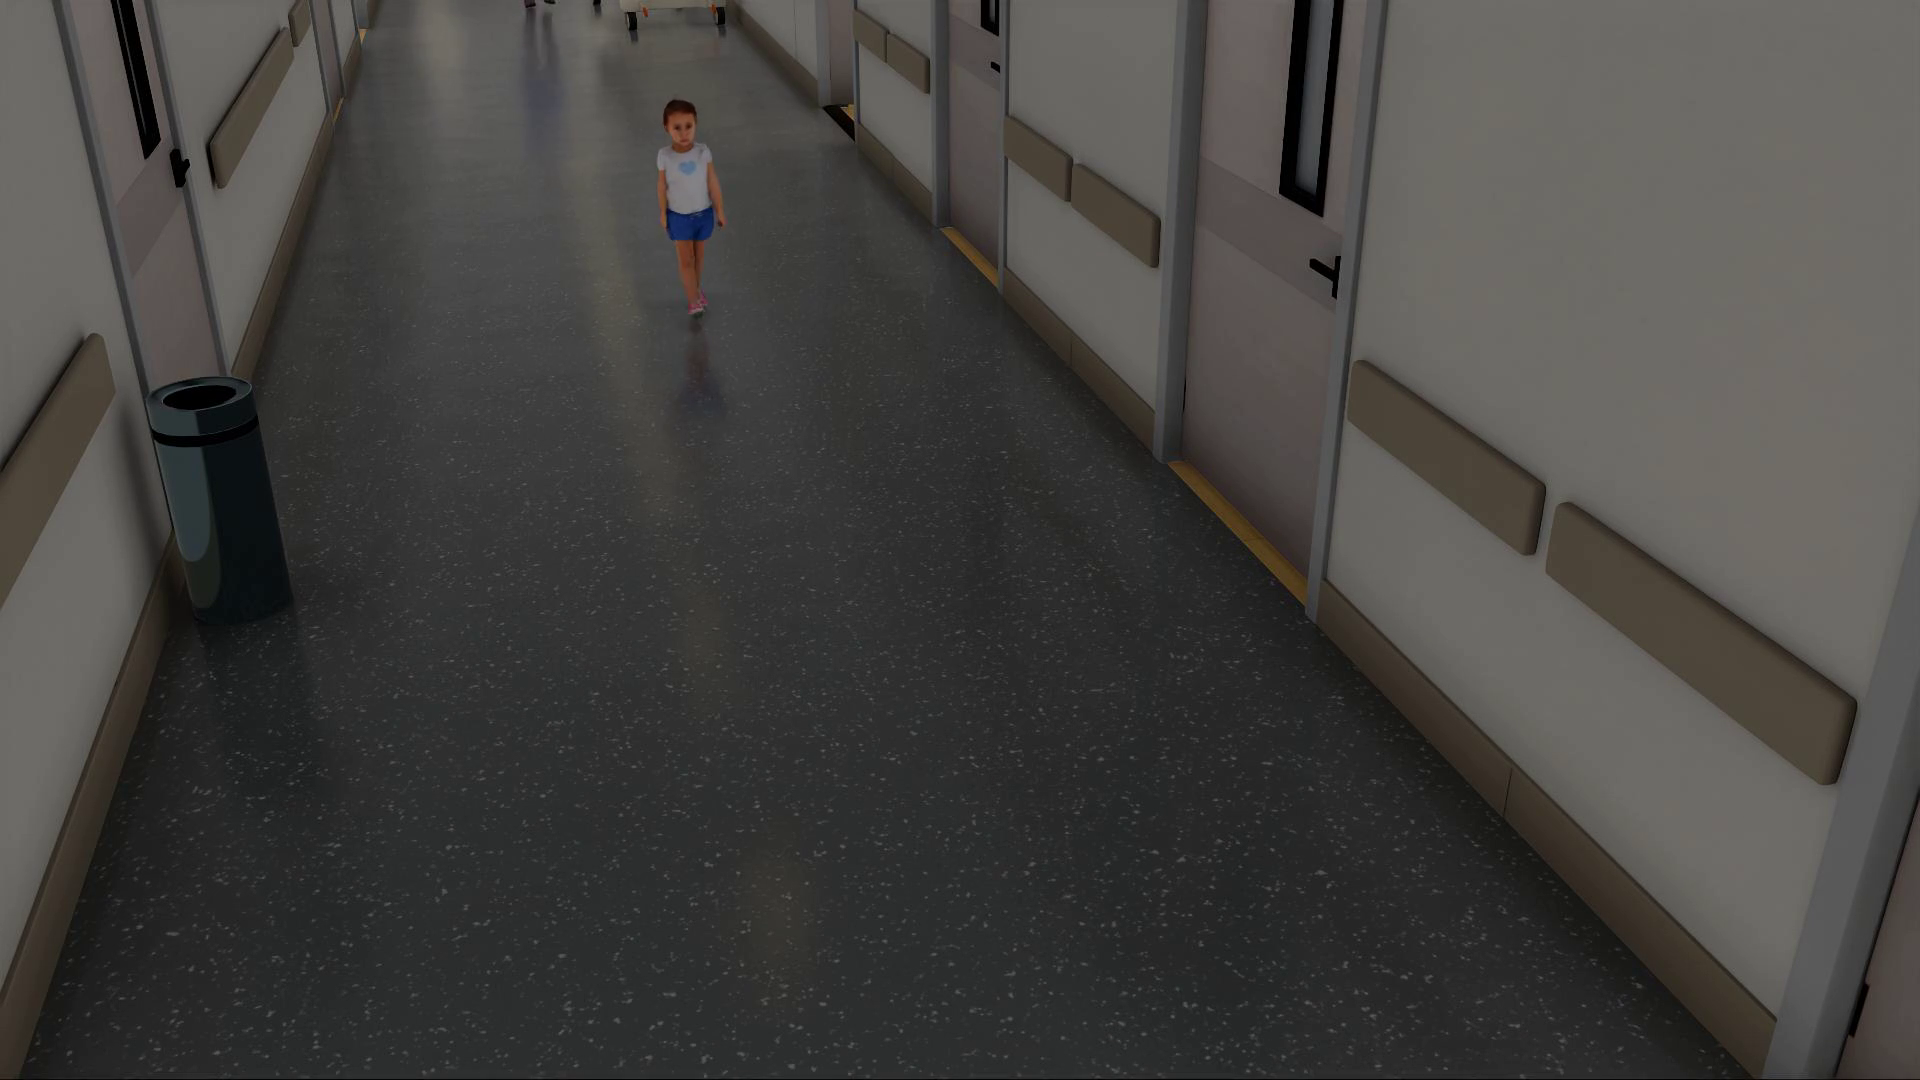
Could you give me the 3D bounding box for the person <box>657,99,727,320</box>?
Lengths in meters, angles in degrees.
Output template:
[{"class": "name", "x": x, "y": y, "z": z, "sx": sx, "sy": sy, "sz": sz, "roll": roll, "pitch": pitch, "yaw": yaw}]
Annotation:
[{"class": "person", "x": -1.277, "y": -1.561, "z": 7.827, "sx": 0.635, "sy": 0.998, "sz": 0.525, "roll": -9, "pitch": 27, "yaw": -19}]
